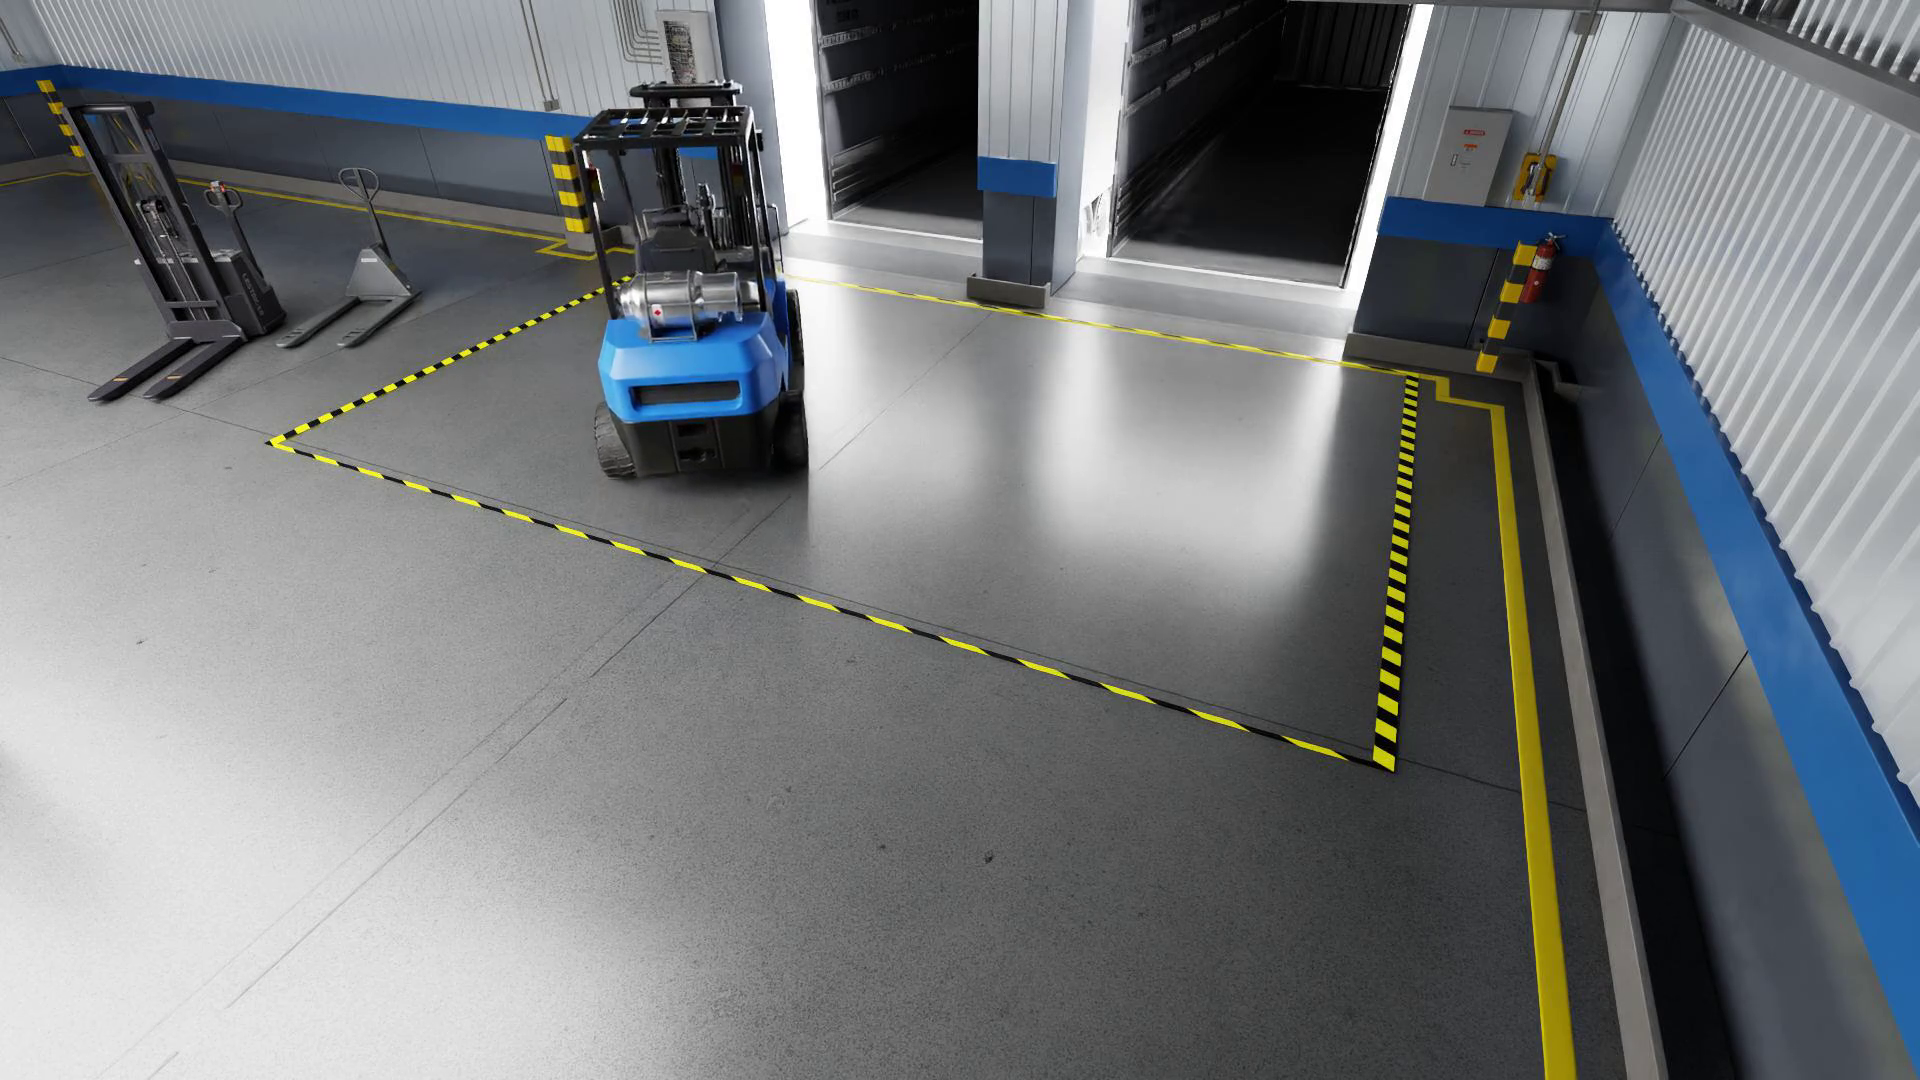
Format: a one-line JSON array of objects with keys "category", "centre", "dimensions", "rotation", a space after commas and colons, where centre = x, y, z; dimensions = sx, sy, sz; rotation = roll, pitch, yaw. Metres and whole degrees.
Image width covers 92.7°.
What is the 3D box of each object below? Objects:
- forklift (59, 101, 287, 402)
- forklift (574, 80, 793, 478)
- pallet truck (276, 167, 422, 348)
[{"category": "forklift", "centre": [-6.686, -2.387, 7.434], "dimensions": [0.823, 1.965, 1.885], "rotation": [-3, 35, -5]}, {"category": "forklift", "centre": [-1.876, -1.960, 6.512], "dimensions": [1.157, 2.036, 2.680], "rotation": [-5, 35, -7]}, {"category": "pallet truck", "centre": [-5.732, -2.611, 8.414], "dimensions": [0.680, 1.201, 1.601], "rotation": [-1, 35, -1]}]
